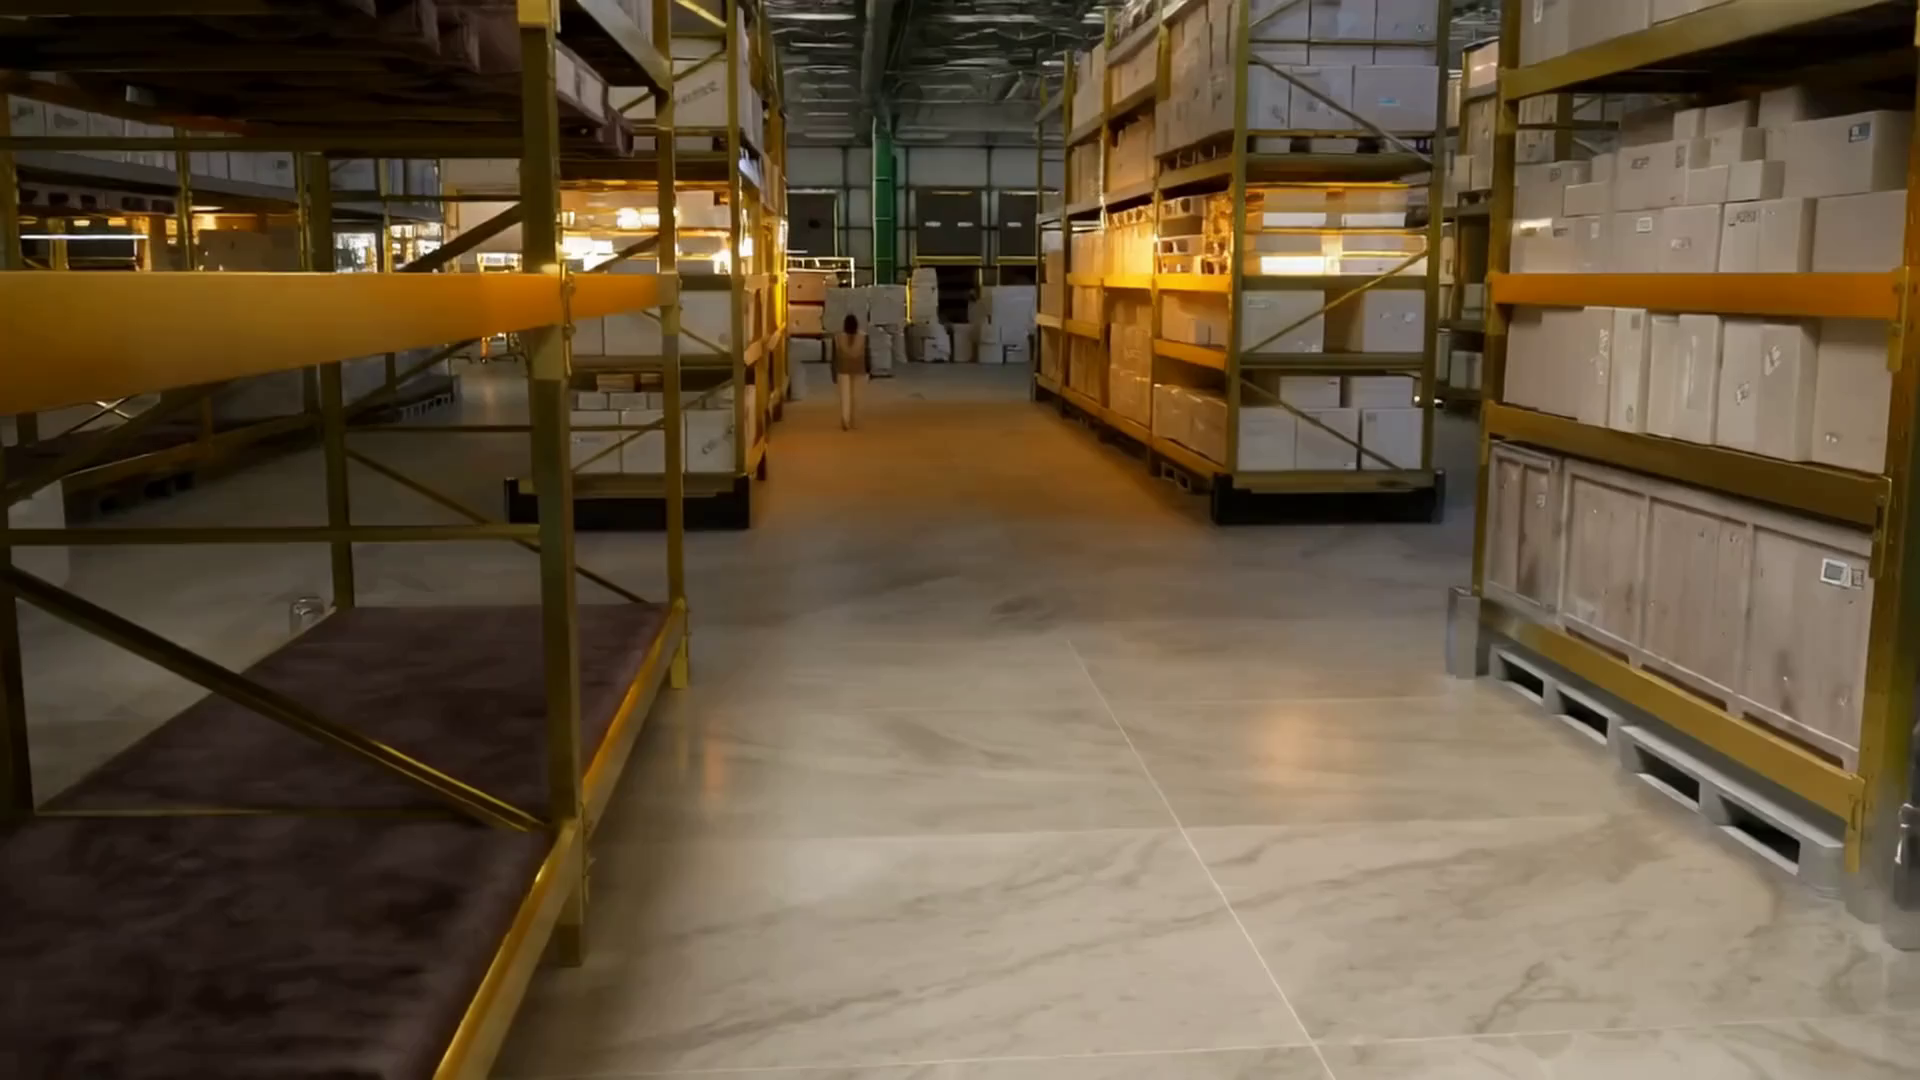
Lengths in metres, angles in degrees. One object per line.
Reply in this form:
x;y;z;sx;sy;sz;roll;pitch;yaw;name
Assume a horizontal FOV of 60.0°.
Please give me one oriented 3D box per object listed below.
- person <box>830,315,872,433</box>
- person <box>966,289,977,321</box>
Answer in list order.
-1.669;-2.554;25.567;0.638;1.792;0.954;-1;9;-4;person
0.345;-7.536;56.428;0.568;1.919;0.652;-2;9;-14;person
